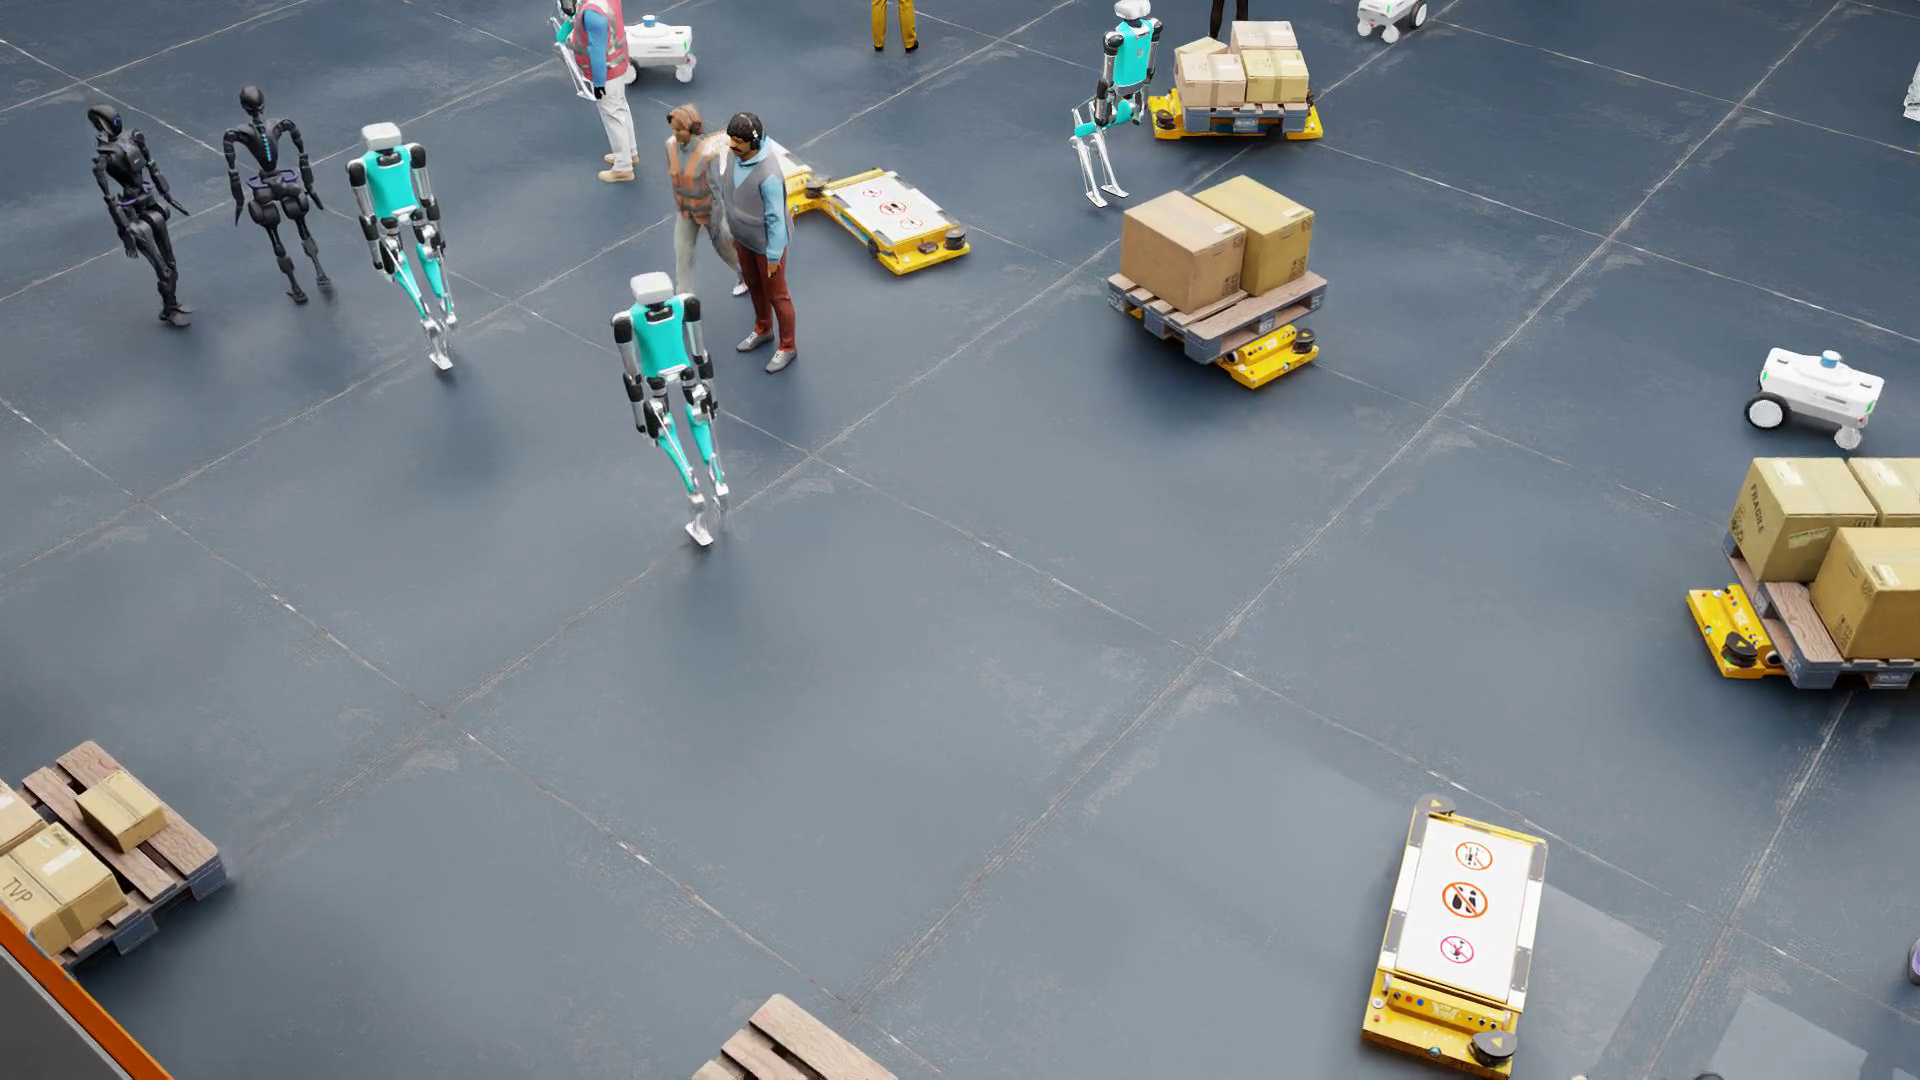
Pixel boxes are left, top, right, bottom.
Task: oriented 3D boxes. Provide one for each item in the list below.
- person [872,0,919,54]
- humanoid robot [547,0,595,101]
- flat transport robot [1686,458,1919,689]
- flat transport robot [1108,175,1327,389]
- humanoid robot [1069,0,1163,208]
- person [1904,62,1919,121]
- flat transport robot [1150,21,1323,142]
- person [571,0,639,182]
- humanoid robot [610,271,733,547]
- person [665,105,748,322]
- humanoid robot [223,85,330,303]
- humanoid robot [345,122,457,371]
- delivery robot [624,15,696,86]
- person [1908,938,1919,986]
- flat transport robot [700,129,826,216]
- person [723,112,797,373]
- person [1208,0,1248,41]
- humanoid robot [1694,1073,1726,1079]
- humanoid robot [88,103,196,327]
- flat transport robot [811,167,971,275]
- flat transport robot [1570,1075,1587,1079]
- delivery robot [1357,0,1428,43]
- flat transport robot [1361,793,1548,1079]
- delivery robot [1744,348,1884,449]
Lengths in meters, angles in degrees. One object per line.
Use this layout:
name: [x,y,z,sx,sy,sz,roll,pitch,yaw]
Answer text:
person: [-0.623,-5.312,15.182,0.520,1.752,0.341,5,41,6]
humanoid robot: [-3.438,-4.763,14.517,0.679,1.769,0.544,19,44,21]
flat transport robot: [4.982,0.501,9.488,1.431,0.231,0.659,0,40,0]
flat transport robot: [1.825,-1.583,11.941,0.659,0.231,1.431,-27,47,-28]
humanoid robot: [1.133,-3.439,12.887,0.533,1.677,0.735,-27,47,-28]
person: [8.501,-4.435,14.163,0.311,1.735,0.483,19,44,21]
flat transport robot: [2.392,-3.710,14.442,1.431,0.231,0.659,0,40,0]
person: [-2.859,-3.773,13.315,0.431,1.837,0.628,-1,40,-1]
humanoid robot: [-1.595,-0.618,9.737,0.543,1.853,0.797,-20,44,-22]
person: [-1.823,-2.345,11.802,0.519,1.601,0.822,22,45,23]
humanoid robot: [-4.898,-2.457,11.879,0.615,1.655,0.321,-24,46,-26]
humanoid robot: [-3.614,-1.862,11.156,0.542,1.795,0.835,-28,48,-29]
delivery robot: [-2.814,-4.452,15.109,0.811,0.613,0.499,0,40,0]
person: [4.630,1.391,7.224,0.565,1.846,0.390,30,49,30]
flat transport robot: [-1.716,-3.028,13.640,0.659,0.231,1.431,-25,46,-26]
person: [-1.341,-2.027,11.229,0.415,1.872,0.535,-29,48,-30]
person: [2.499,-5.247,15.147,0.533,1.696,0.318,7,41,8]
humanoid robot: [2.558,2.392,6.200,0.605,1.611,0.671,-23,45,-25]
humanoid robot: [-5.703,-2.303,11.700,0.417,1.654,0.590,10,41,11]
flat transport robot: [-0.575,-2.546,13.073,0.659,0.231,1.431,-22,45,-24]
flat transport robot: [2.177,3.141,6.383,0.659,0.231,1.431,-16,43,-18]
delivery robot: [4.133,-5.122,15.897,0.525,0.614,0.785,28,48,29]
flat transport robot: [2.377,1.844,7.909,0.659,0.231,1.431,14,42,16]
delivery robot: [5.656,-0.983,11.012,0.789,0.593,0.499,22,45,24]
